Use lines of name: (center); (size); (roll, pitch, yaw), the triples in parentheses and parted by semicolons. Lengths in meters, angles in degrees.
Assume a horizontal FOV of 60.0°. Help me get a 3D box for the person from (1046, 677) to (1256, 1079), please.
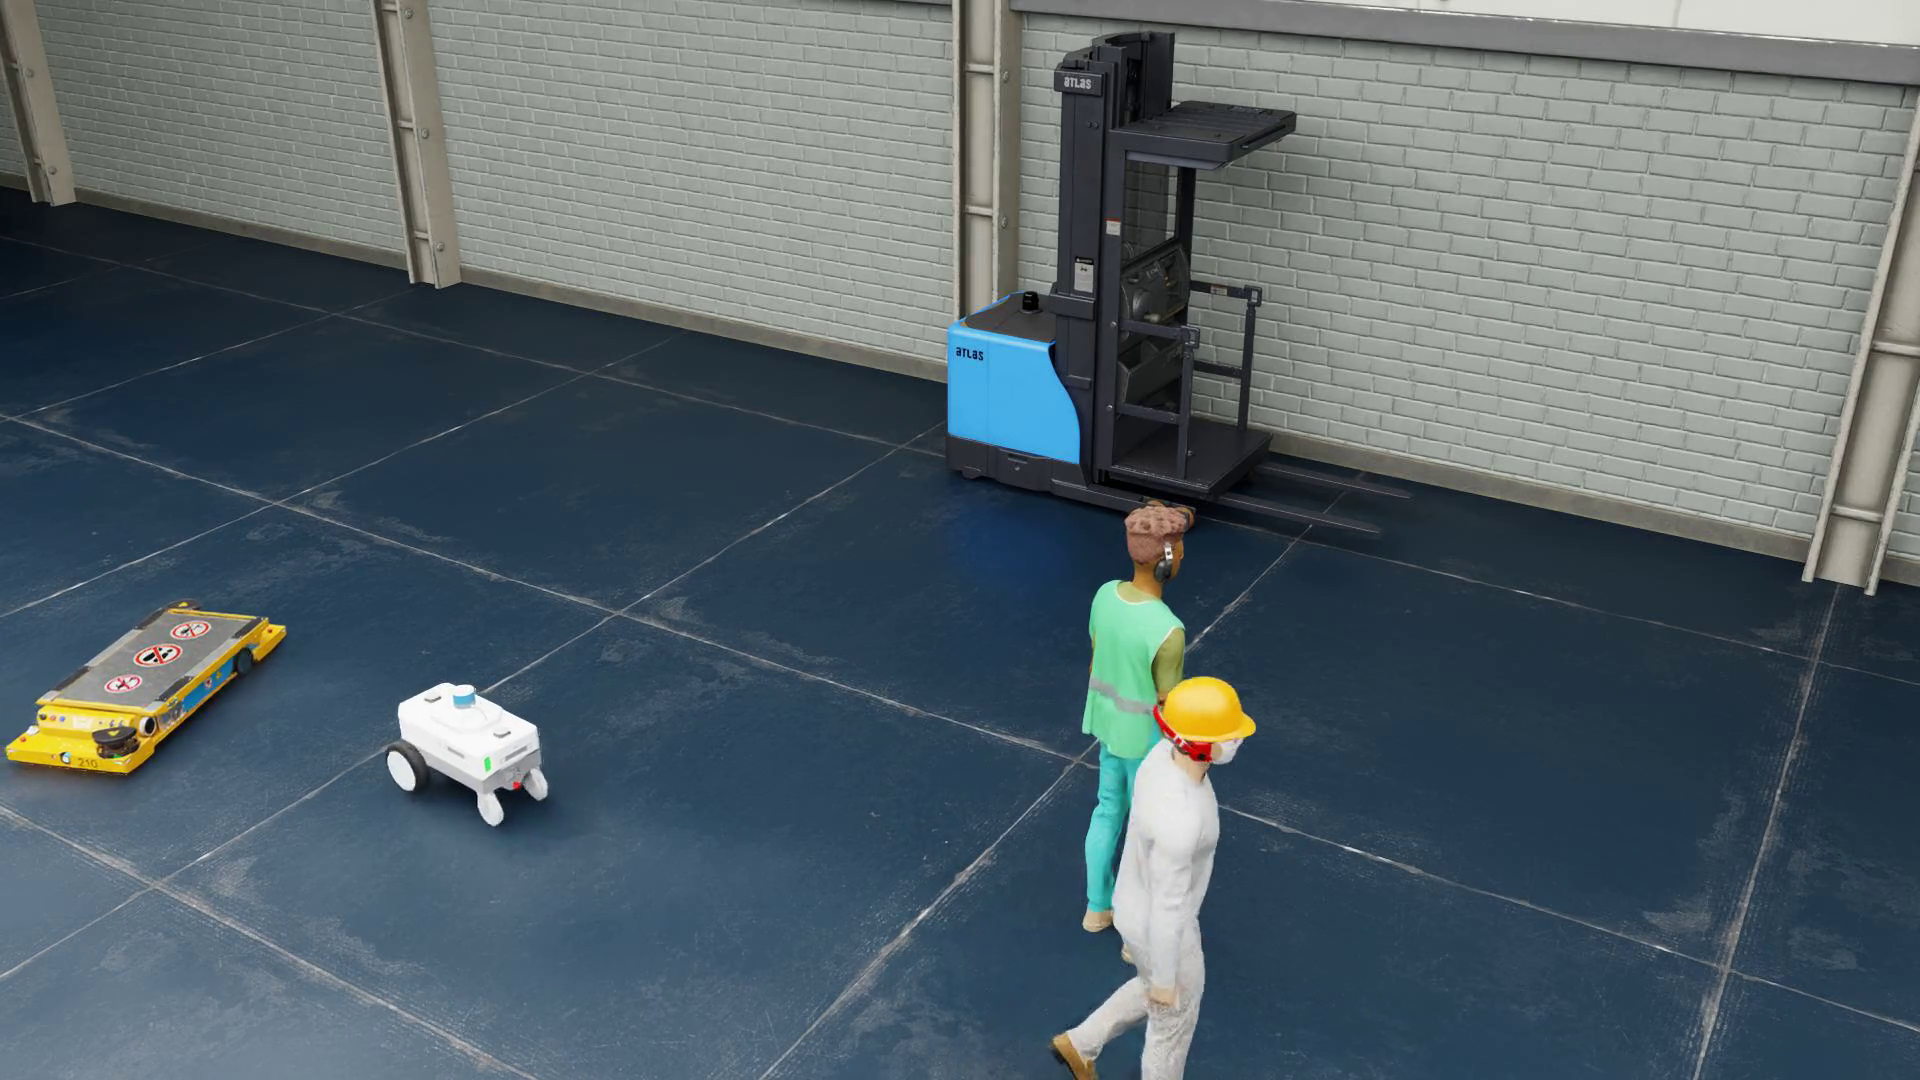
person: (0.654, 1.275, 5.673); (0.574, 1.885, 0.608); (0, 25, 1)

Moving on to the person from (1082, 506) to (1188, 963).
person: (0.700, 0.783, 6.605); (0.389, 1.977, 0.492); (-15, 29, -29)

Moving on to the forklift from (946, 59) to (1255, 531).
forklift: (0.933, -1.707, 10.833); (1.873, 2.768, 1.129); (15, 29, 28)

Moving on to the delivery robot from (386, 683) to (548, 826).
delivery robot: (-2.339, 0.966, 7.895); (0.793, 0.608, 0.499); (18, 31, 33)

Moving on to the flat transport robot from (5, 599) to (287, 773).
flat transport robot: (-4.214, 0.738, 8.697); (0.659, 0.231, 1.431); (5, 26, 9)
